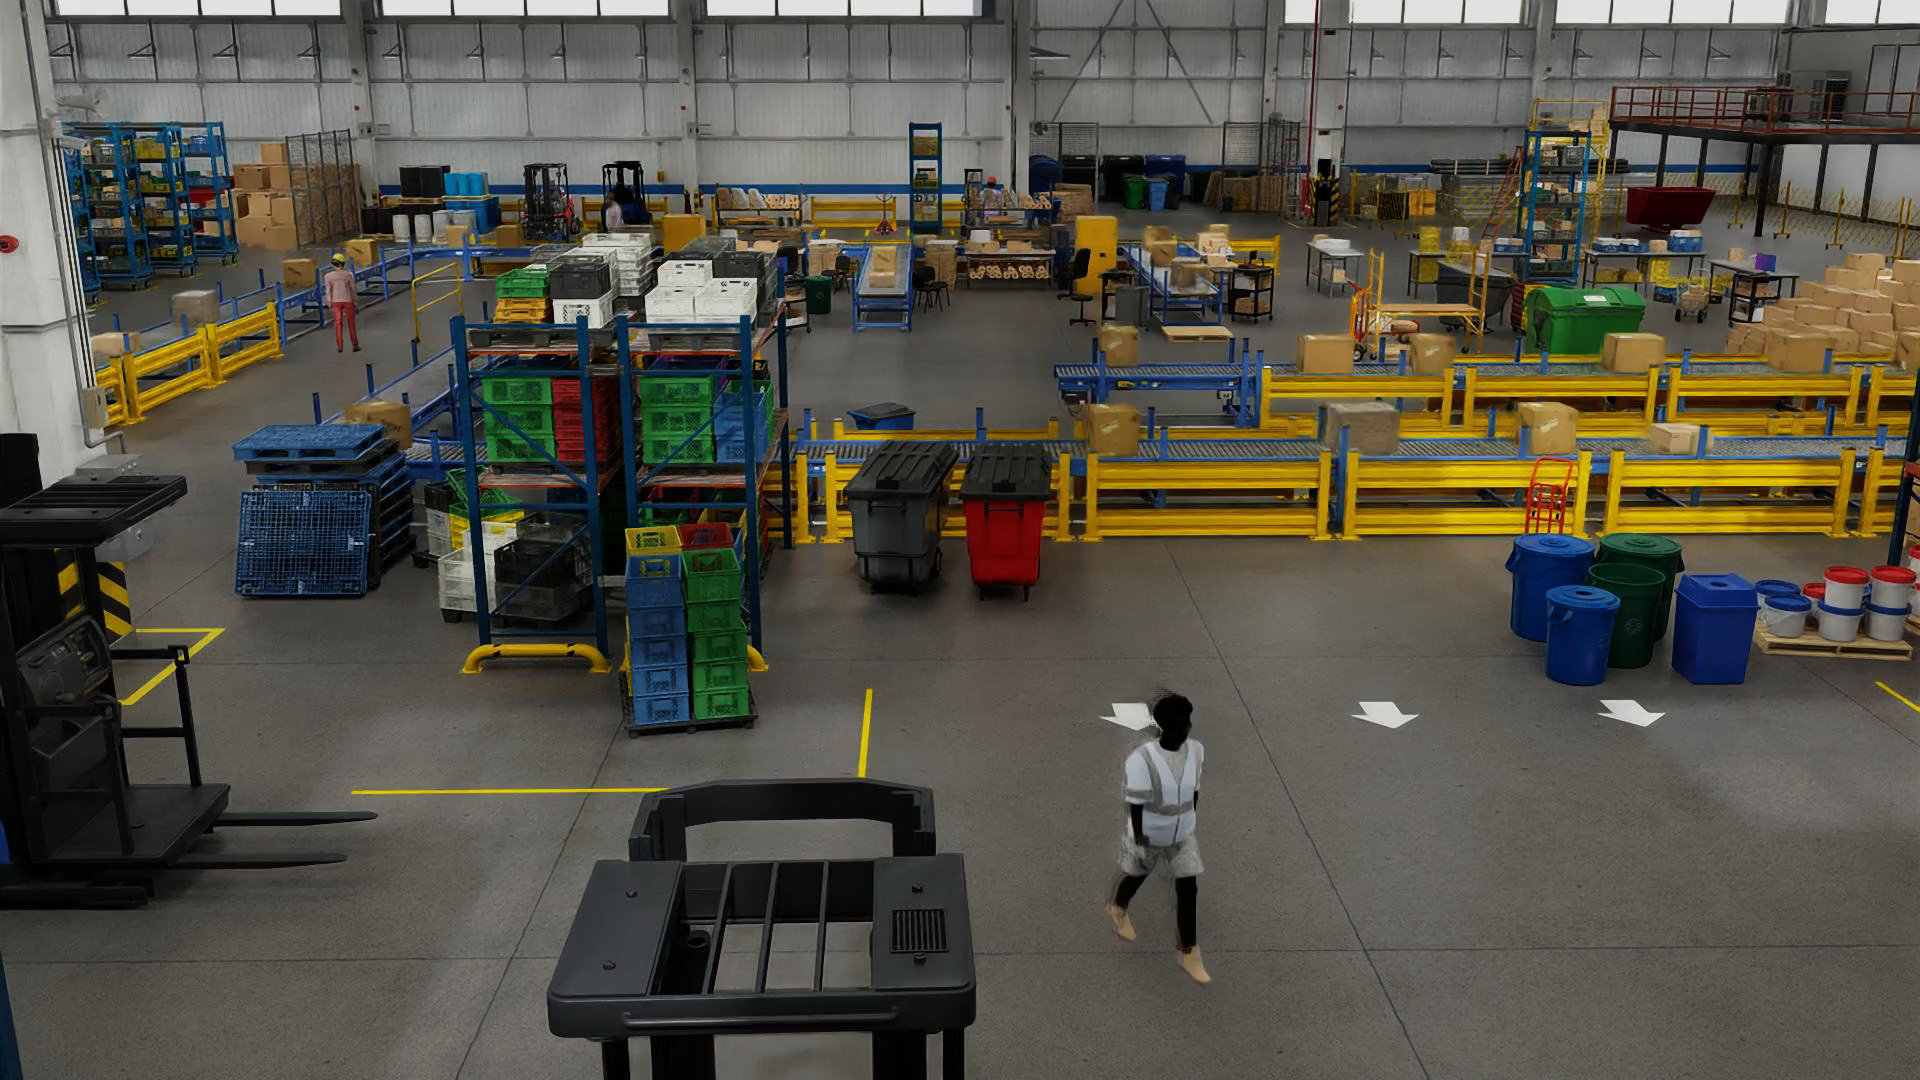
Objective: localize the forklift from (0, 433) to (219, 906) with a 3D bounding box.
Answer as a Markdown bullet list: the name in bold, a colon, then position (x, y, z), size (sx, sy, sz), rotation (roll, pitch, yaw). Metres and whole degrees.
- **forklift**: position (-5.952, 0.780, 10.366), size (1.873, 2.768, 1.129), rotation (0, 16, -1)

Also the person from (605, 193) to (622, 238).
- **person**: position (-8.746, -7.797, 41.951), size (0.436, 1.892, 0.653), rotation (-12, 20, -35)

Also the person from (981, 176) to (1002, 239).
- **person**: position (0.867, -8.935, 45.626), size (0.605, 2.044, 0.374), rotation (3, 16, 10)

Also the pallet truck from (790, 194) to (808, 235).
- **pallet truck**: position (-4.814, -9.883, 50.259), size (0.704, 1.261, 1.522), rotation (-1, 16, -3)

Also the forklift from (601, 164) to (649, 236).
- **forklift**: position (-9.948, -10.127, 49.296), size (1.157, 1.987, 2.680), rotation (-1, 16, -3)

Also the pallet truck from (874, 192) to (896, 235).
- **pallet truck**: position (-2.277, -9.986, 50.594), size (0.653, 1.274, 1.630), rotation (0, 16, -1)

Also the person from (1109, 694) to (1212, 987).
- **person**: position (1.142, 1.643, 9.531), size (0.530, 1.664, 0.847), rotation (-7, 18, -23)

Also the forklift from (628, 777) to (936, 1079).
- **forklift**: position (-0.542, 2.165, 5.552), size (1.129, 2.768, 1.873), rotation (-1, 16, -2)

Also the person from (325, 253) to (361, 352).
- **person**: position (-11.080, -4.253, 29.857), size (0.522, 1.761, 0.327), rotation (-3, 16, -10)

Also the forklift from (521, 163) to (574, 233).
- **forklift**: position (-12.233, -10.122, 49.298), size (1.157, 1.987, 2.680), rotation (0, 16, -1)

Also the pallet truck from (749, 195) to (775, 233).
- **pallet truck**: position (-6.051, -9.967, 50.660), size (0.680, 1.201, 1.601), rotation (0, 16, -1)

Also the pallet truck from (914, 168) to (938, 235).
- **pallet truck**: position (-0.989, -10.316, 50.507), size (0.823, 1.965, 1.885), rotation (1, 16, 3)

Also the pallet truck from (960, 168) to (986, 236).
- **pallet truck**: position (0.383, -10.230, 50.206), size (0.823, 1.965, 1.885), rotation (-1, 16, -3)
